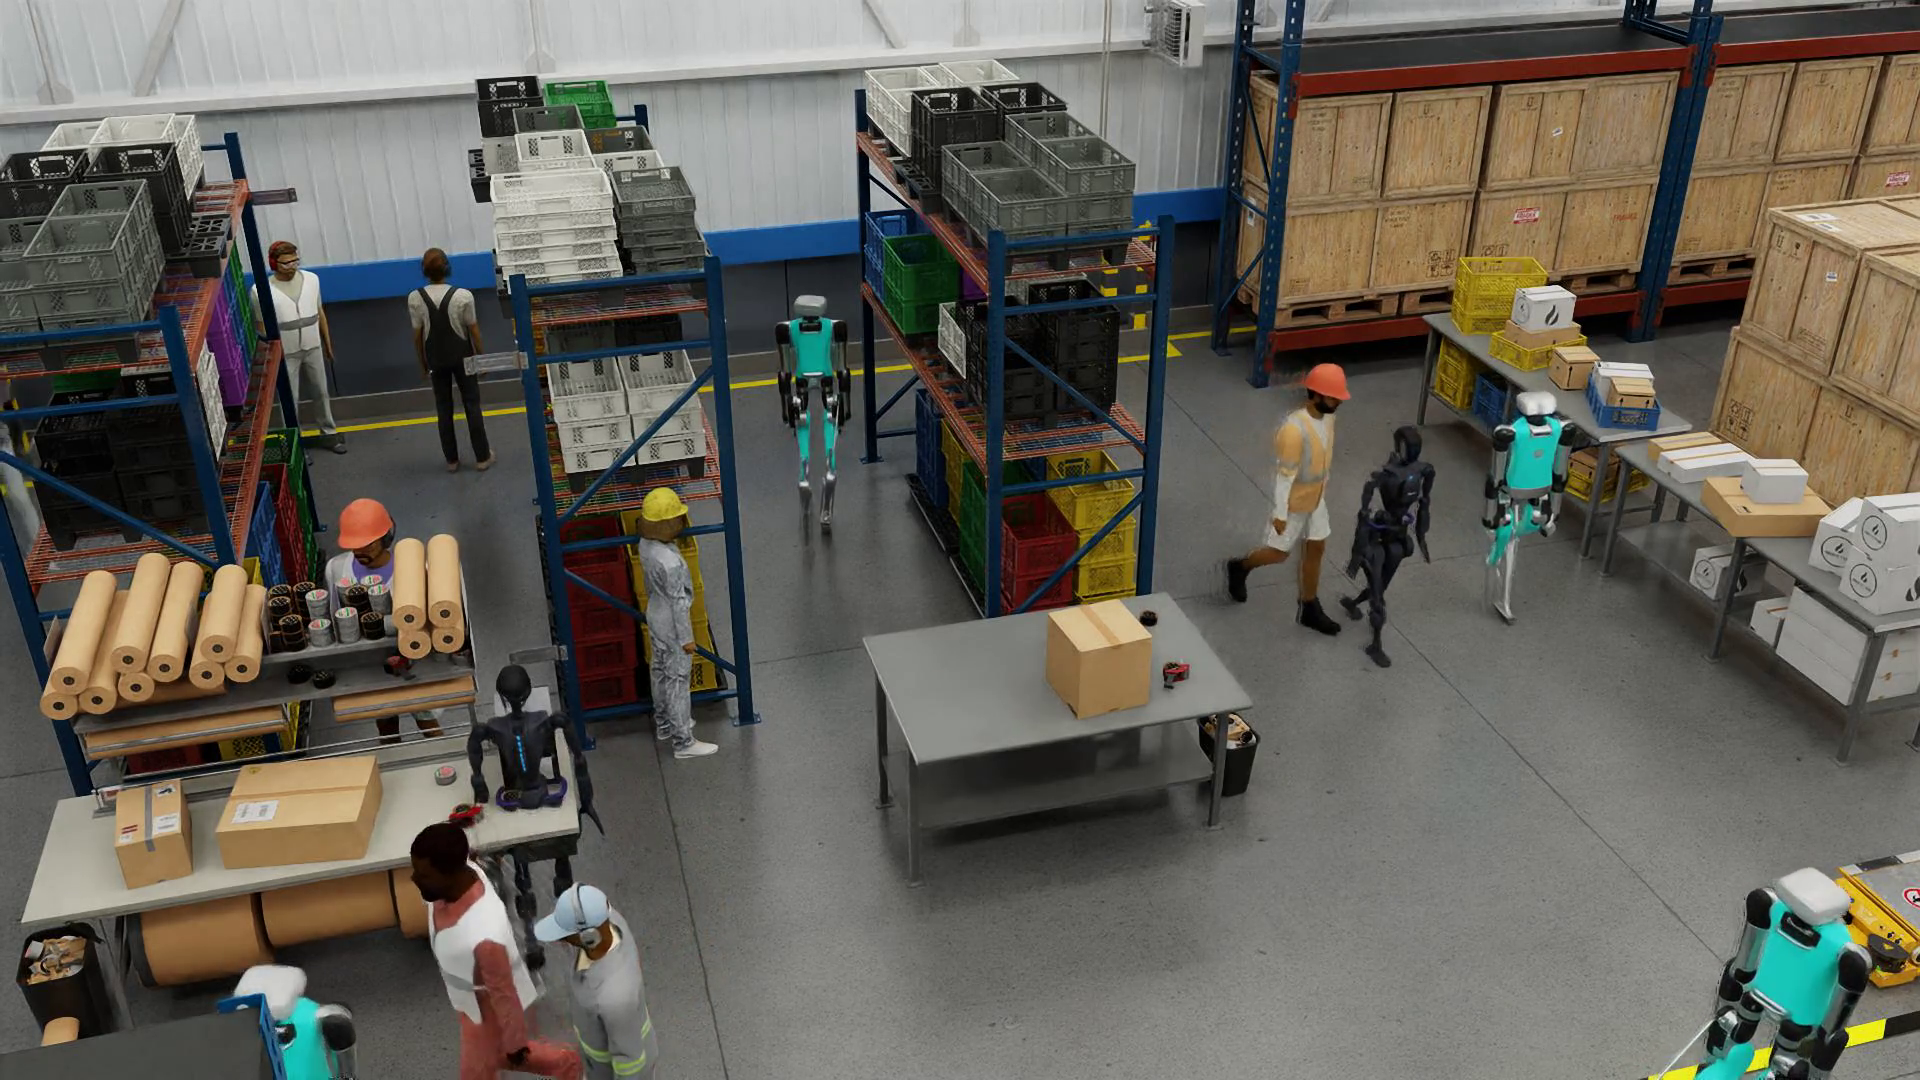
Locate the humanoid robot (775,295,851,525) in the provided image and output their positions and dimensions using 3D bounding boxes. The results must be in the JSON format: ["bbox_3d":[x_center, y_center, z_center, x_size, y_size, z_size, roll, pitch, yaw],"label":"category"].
[{"bbox_3d":[-1.060,-0.830,12.170,0.538,1.792,0.805,-1,29,-2],"label":"humanoid robot"}]

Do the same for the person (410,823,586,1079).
[{"bbox_3d":[-1.937,1.905,6.998,0.732,1.899,0.608,-15,32,-25],"label":"person"}]

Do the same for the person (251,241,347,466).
[{"bbox_3d":[-5.293,-1.511,13.287,0.385,1.836,0.566,24,37,37],"label":"person"}]

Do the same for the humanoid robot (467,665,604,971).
[{"bbox_3d":[-2.077,1.384,8.187,0.616,1.633,0.570,-7,30,-12],"label":"humanoid robot"}]

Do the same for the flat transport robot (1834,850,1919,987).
[{"bbox_3d":[5.163,1.916,8.676,1.431,0.231,0.659,-8,30,-14],"label":"flat transport robot"}]

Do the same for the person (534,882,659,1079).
[{"bbox_3d":[-1.418,2.104,6.695,0.401,1.847,0.587,-9,30,-16],"label":"person"}]

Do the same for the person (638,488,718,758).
[{"bbox_3d":[-1.681,0.479,9.757,0.294,1.743,0.486,-17,33,-27],"label":"person"}]

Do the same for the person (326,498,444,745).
[{"bbox_3d":[-3.086,0.686,9.073,0.606,2.044,0.389,2,29,4],"label":"person"}]

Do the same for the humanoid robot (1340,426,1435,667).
[{"bbox_3d":[2.755,-0.031,10.830,0.599,1.641,0.763,-11,31,-19],"label":"humanoid robot"}]

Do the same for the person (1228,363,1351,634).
[{"bbox_3d":[2.219,-0.309,11.021,0.567,1.914,0.816,-24,37,-37],"label":"person"}]

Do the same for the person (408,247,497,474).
[{"bbox_3d":[-3.993,-1.398,13.070,0.513,1.842,0.326,-3,29,-6],"label":"person"}]

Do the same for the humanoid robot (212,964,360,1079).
[{"bbox_3d":[-2.456,2.440,6.161,0.538,1.752,0.733,-3,29,-6],"label":"humanoid robot"}]

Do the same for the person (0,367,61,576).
[{"bbox_3d":[-6.789,-0.600,11.649,0.518,1.813,0.996,-22,35,-34],"label":"person"}]

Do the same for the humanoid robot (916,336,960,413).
[{"bbox_3d":[-0.126,-1.745,13.860,0.324,1.656,0.589,24,37,37],"label":"humanoid robot"}]

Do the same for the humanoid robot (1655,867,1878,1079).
[{"bbox_3d":[3.115,2.165,6.711,0.858,1.782,0.548,-14,32,-24],"label":"humanoid robot"}]

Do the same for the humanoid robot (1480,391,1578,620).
[{"bbox_3d":[3.651,-0.179,11.084,0.556,1.914,0.724,-2,29,-4],"label":"humanoid robot"}]
